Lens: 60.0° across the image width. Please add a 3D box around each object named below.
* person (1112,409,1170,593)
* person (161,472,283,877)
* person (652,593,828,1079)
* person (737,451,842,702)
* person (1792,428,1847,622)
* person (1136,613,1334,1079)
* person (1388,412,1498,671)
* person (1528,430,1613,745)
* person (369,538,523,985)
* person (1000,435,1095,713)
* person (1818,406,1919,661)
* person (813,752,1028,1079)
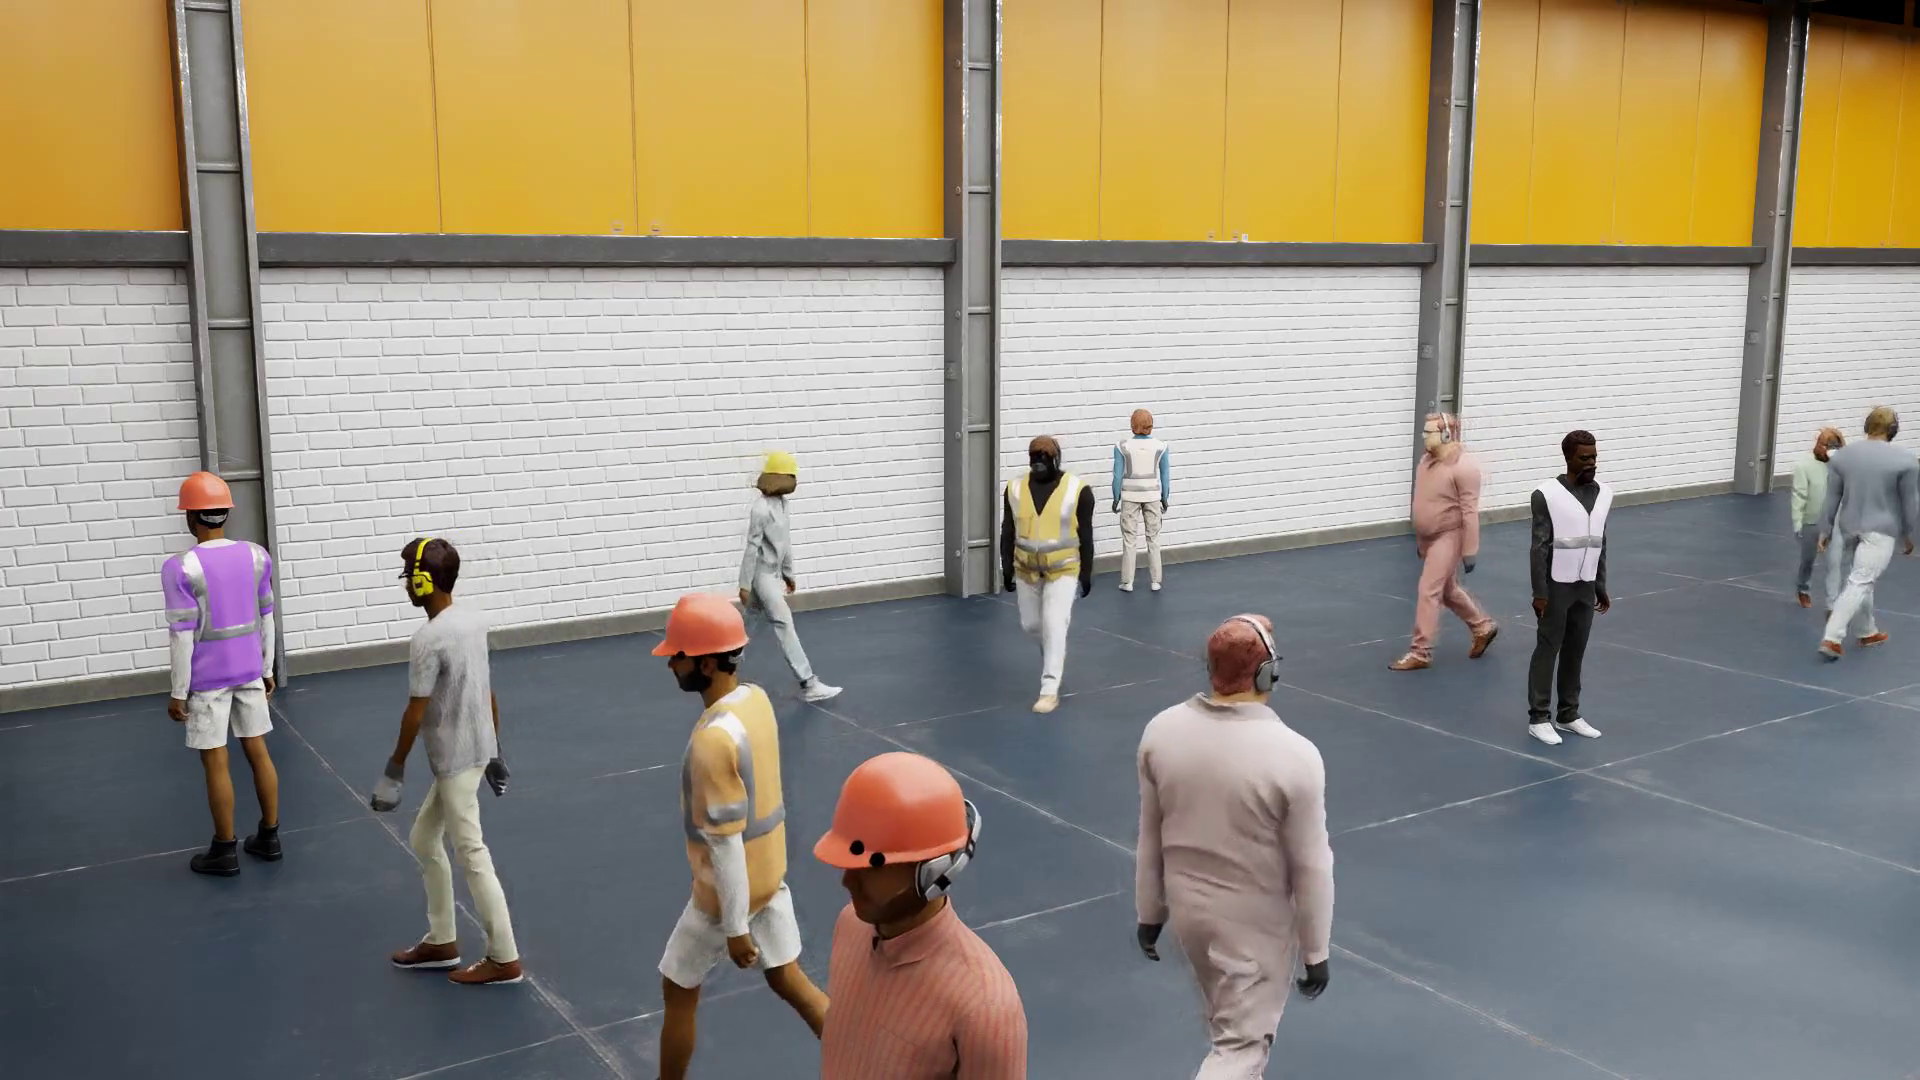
[{"bbox_3d":[1.606,-0.345,14.790,0.524,1.639,0.308,-1,9,-5],"label":"person"},{"bbox_3d":[-3.552,0.638,7.974,0.376,1.935,0.550,6,11,32],"label":"person"},{"bbox_3d":[-0.689,1.094,5.404,1.012,1.894,0.552,2,10,14],"label":"person"},{"bbox_3d":[-1.281,0.242,11.108,0.966,1.677,0.495,2,10,11],"label":"person"},{"bbox_3d":[7.163,-0.153,13.793,0.539,1.590,0.854,3,10,18],"label":"person"},{"bbox_3d":[0.801,1.157,5.068,0.936,1.872,0.652,-9,13,-44],"label":"person"},{"bbox_3d":[3.553,-0.003,12.059,0.927,1.873,0.642,-3,10,-15],"label":"person"},{"bbox_3d":[3.731,0.277,10.205,0.591,1.919,0.392,-5,10,-26],"label":"person"},{"bbox_3d":[-2.115,0.907,6.671,0.728,1.839,0.489,0,9,2],"label":"person"},{"bbox_3d":[0.601,0.186,11.092,0.638,1.819,0.800,4,10,22],"label":"person"},{"bbox_3d":[6.712,-0.053,12.345,1.032,1.890,0.624,-5,11,-28],"label":"person"},{"bbox_3d":[-0.109,1.383,3.315,0.376,1.995,0.611,-7,12,-35],"label":"person"}]
